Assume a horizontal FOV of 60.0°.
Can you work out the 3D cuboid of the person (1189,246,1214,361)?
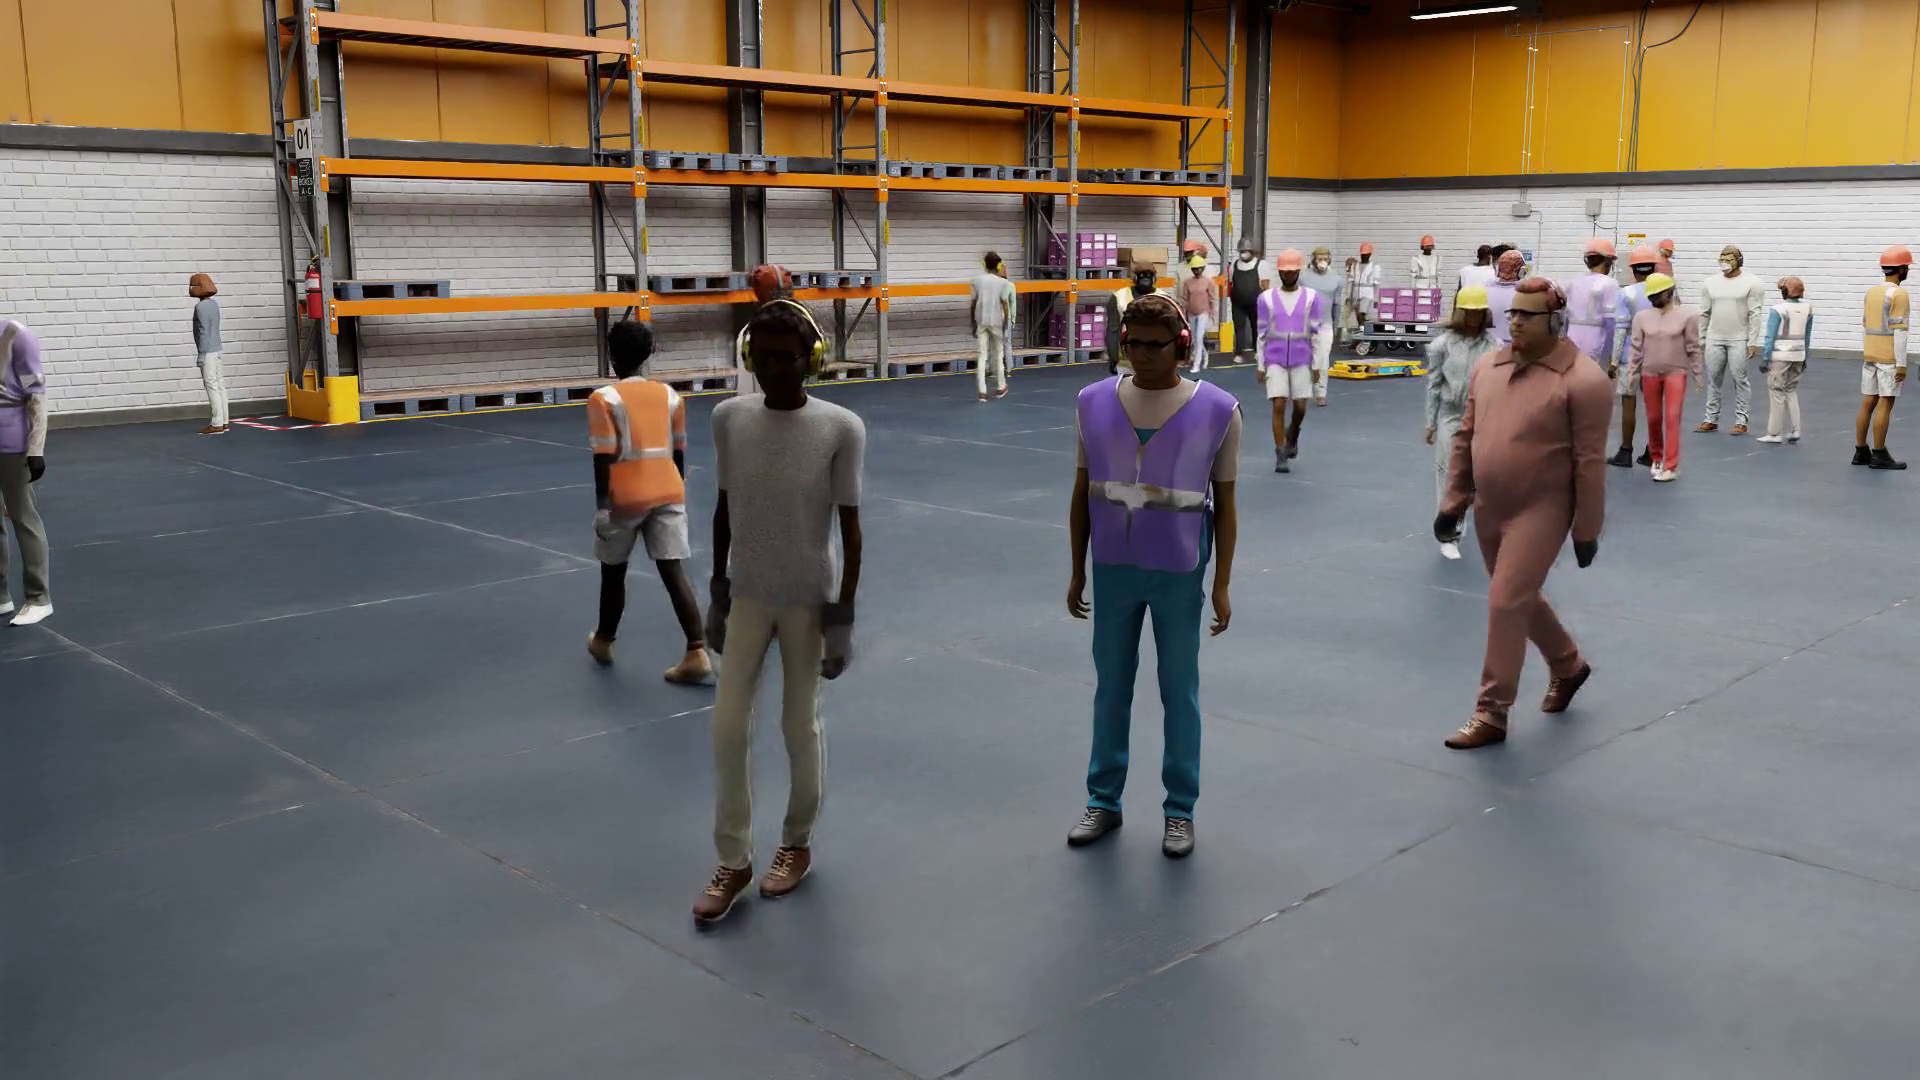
[{"bbox_3d":[3.823,-3.819,26.908,0.400,1.854,0.603,-10,14,-44],"label":"person"}]

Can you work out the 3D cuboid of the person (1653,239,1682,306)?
[{"bbox_3d":[12.032,-4.130,28.318,0.963,1.945,0.611,9,14,40],"label":"person"}]

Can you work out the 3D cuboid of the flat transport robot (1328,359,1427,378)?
[{"bbox_3d":[5.945,-2.465,23.815,1.431,0.197,0.652,-6,12,-31],"label":"flat transport robot"}]

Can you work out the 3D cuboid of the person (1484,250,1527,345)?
[{"bbox_3d":[4.283,-1.312,13.064,0.651,1.907,0.409,5,12,26],"label":"person"}]

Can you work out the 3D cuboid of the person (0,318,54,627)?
[{"bbox_3d":[-5.014,-0.503,8.605,0.594,1.922,0.386,3,11,14],"label":"person"}]

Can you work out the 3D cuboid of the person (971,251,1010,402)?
[{"bbox_3d":[0.371,-2.628,20.485,0.537,1.820,0.973,3,11,14],"label":"person"}]

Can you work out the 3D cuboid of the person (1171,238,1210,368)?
[{"bbox_3d":[3.553,-3.637,25.541,0.623,1.976,0.573,8,13,36],"label":"person"}]

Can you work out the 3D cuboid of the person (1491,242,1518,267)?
[{"bbox_3d":[8.002,-3.334,24.048,0.645,1.915,0.819,-5,12,-27],"label":"person"}]

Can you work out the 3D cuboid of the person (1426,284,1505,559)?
[{"bbox_3d":[3.188,-0.762,10.576,0.490,1.730,0.547,0,10,1],"label":"person"}]

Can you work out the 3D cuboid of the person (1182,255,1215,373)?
[{"bbox_3d":[3.581,-3.367,24.747,0.525,1.735,0.749,7,13,35],"label":"person"}]

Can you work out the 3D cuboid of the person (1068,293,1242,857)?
[{"bbox_3d":[0.631,0.114,5.476,0.562,1.838,0.390,4,11,21],"label":"person"}]

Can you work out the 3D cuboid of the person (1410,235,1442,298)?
[{"bbox_3d":[8.751,-4.702,31.217,0.620,2.029,0.403,-2,11,-10],"label":"person"}]

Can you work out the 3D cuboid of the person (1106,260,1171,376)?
[{"bbox_3d":[1.651,-1.668,15.307,0.622,1.807,0.926,0,10,2],"label":"person"}]

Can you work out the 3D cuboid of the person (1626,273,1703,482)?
[{"bbox_3d":[5.879,-1.360,13.872,0.589,1.715,0.735,8,13,36],"label":"person"}]

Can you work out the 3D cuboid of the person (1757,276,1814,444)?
[{"bbox_3d":[8.028,-1.745,16.191,0.521,1.634,0.347,-4,11,-19],"label":"person"}]

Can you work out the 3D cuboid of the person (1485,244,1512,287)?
[{"bbox_3d":[6.289,-2.474,19.371,0.986,1.906,0.603,-4,11,-22],"label":"person"}]

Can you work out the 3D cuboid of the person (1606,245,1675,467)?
[{"bbox_3d":[5.939,-1.599,14.562,0.542,1.931,0.376,-1,10,-8],"label":"person"}]

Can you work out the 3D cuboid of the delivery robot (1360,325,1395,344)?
[{"bbox_3d":[7.438,-3.680,29.409,0.707,0.478,0.477,4,11,20],"label":"delivery robot"}]

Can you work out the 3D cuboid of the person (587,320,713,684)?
[{"bbox_3d":[-1.456,-0.177,7.598,0.578,1.633,0.887,-10,15,-44],"label":"person"}]

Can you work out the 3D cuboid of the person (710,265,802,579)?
[{"bbox_3d":[-1.048,-0.504,8.762,0.502,1.868,0.594,-5,12,-26],"label":"person"}]

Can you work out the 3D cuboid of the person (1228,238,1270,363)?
[{"bbox_3d":[4.642,-3.887,26.737,0.688,2.000,1.020,4,11,20],"label":"person"}]

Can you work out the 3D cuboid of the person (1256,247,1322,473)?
[{"bbox_3d":[2.826,-1.554,14.341,0.560,1.919,0.589,2,11,9],"label":"person"}]

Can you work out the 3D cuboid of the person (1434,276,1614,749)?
[{"bbox_3d":[2.328,-0.132,6.753,0.929,1.871,0.641,-5,12,-27],"label":"person"}]

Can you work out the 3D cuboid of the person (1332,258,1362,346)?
[{"bbox_3d":[7.079,-4.300,30.141,0.680,1.598,0.521,-5,11,-23],"label":"person"}]

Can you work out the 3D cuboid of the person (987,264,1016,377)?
[{"bbox_3d":[0.555,-3.143,23.794,0.499,1.634,0.280,-1,10,-7],"label":"person"}]

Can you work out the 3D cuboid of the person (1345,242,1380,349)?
[{"bbox_3d":[7.290,-4.388,29.871,0.551,1.904,0.905,10,14,44],"label":"person"}]

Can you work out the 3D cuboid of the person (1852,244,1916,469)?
[{"bbox_3d":[8.062,-1.587,14.464,0.346,1.942,0.550,0,10,-2],"label":"person"}]

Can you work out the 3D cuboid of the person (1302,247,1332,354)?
[{"bbox_3d":[6.068,-4.092,28.446,0.535,1.826,0.579,1,10,7],"label":"person"}]

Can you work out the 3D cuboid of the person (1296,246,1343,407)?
[{"bbox_3d":[4.259,-2.576,19.989,0.641,1.911,0.943,0,10,0],"label":"person"}]

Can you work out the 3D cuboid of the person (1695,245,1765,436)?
[{"bbox_3d":[7.808,-2.022,16.910,0.391,1.927,0.645,-10,14,-42],"label":"person"}]

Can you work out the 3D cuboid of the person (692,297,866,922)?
[{"bbox_3d":[-0.557,0.217,4.903,0.542,1.838,0.707,3,11,14],"label":"person"}]

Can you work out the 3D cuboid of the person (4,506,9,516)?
[{"bbox_3d":[-7.012,-1.107,12.047,0.329,1.872,0.508,-3,11,-16],"label":"person"}]

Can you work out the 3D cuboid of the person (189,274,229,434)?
[{"bbox_3d":[-7.694,-1.900,17.016,0.271,1.632,0.508,-1,10,-7],"label":"person"}]

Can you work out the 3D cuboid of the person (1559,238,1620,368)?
[{"bbox_3d":[5.752,-1.784,15.430,0.751,2.004,0.628,-3,11,-16],"label":"person"}]

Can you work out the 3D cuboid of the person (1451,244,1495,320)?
[{"bbox_3d":[7.309,-3.216,23.495,0.624,1.888,0.677,-10,14,-43],"label":"person"}]

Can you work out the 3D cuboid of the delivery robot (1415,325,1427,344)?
[{"bbox_3d":[8.139,-3.636,29.173,0.707,0.478,0.477,1,10,7],"label":"delivery robot"}]
